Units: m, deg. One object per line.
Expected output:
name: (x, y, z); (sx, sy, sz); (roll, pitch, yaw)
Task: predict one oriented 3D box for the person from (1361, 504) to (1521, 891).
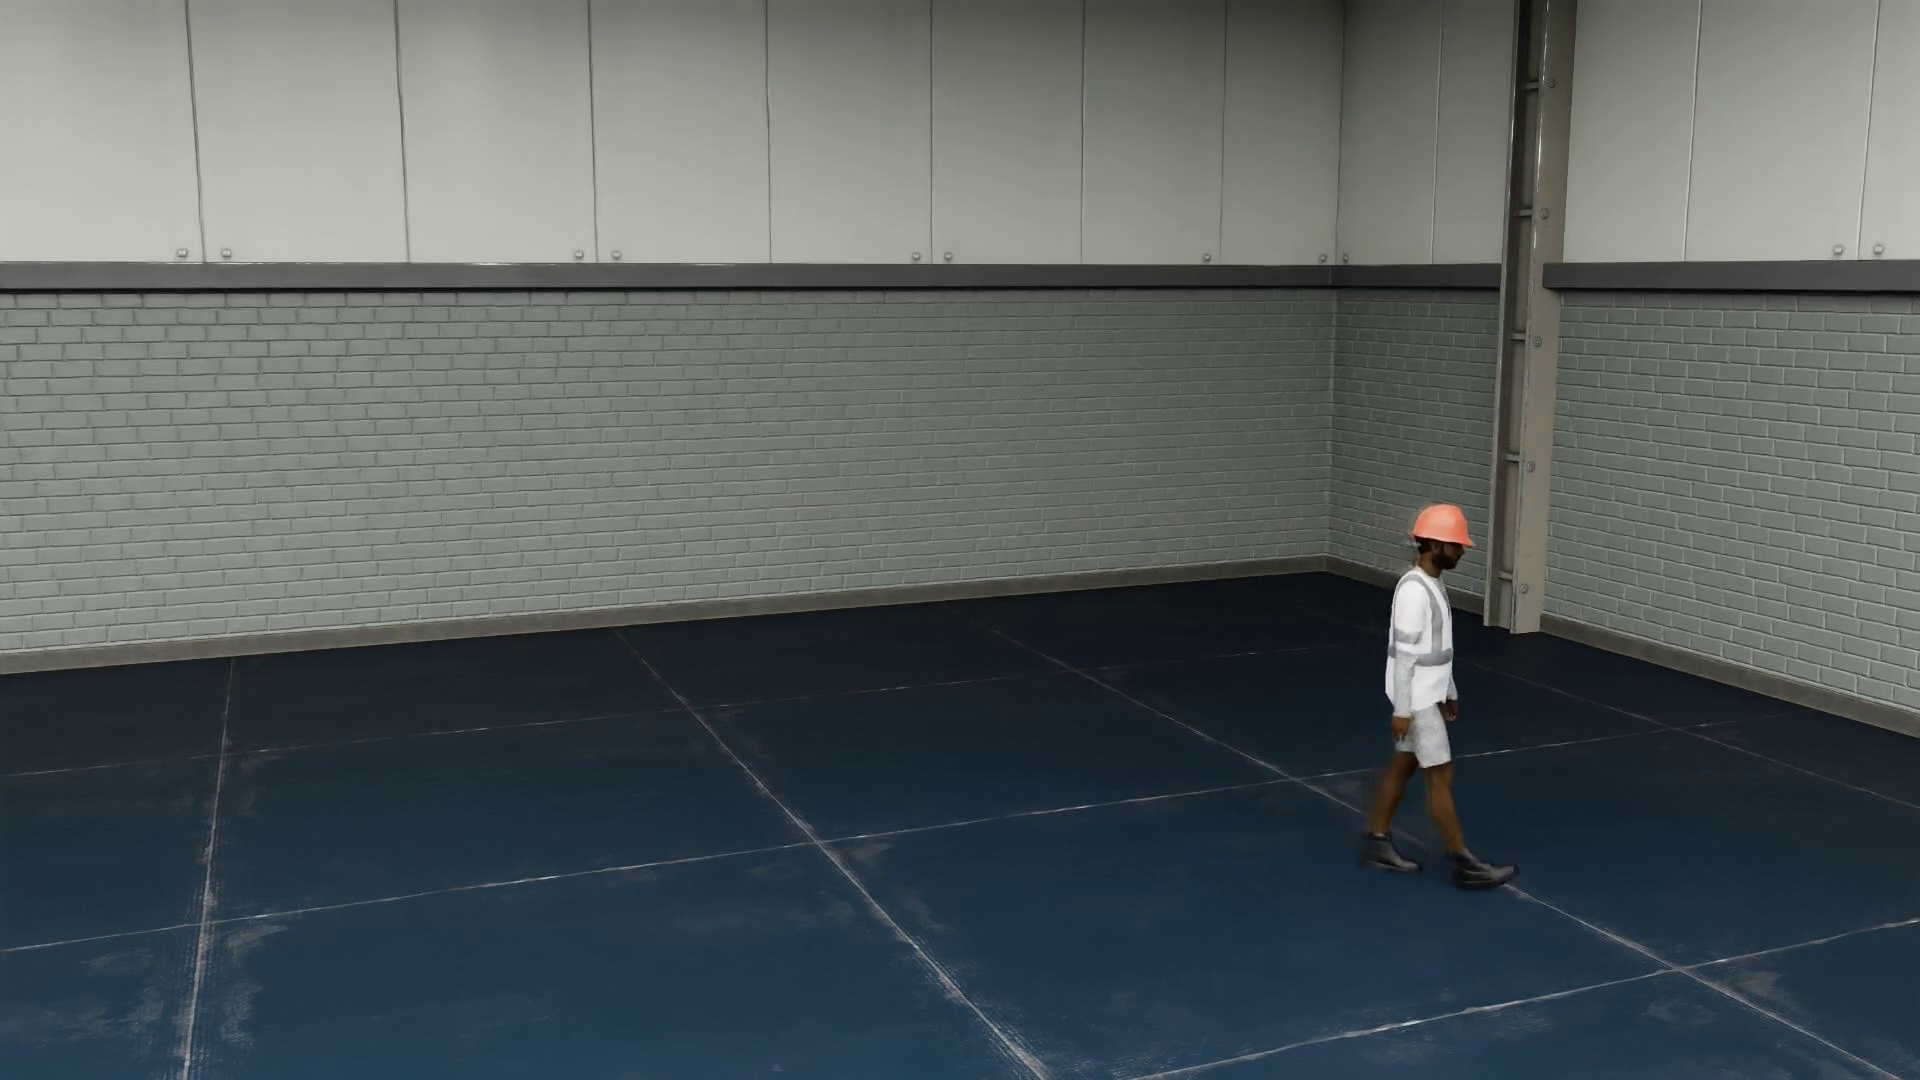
person: (2.406, 0.775, 8.261); (0.802, 1.904, 0.571); (4, 10, 22)
